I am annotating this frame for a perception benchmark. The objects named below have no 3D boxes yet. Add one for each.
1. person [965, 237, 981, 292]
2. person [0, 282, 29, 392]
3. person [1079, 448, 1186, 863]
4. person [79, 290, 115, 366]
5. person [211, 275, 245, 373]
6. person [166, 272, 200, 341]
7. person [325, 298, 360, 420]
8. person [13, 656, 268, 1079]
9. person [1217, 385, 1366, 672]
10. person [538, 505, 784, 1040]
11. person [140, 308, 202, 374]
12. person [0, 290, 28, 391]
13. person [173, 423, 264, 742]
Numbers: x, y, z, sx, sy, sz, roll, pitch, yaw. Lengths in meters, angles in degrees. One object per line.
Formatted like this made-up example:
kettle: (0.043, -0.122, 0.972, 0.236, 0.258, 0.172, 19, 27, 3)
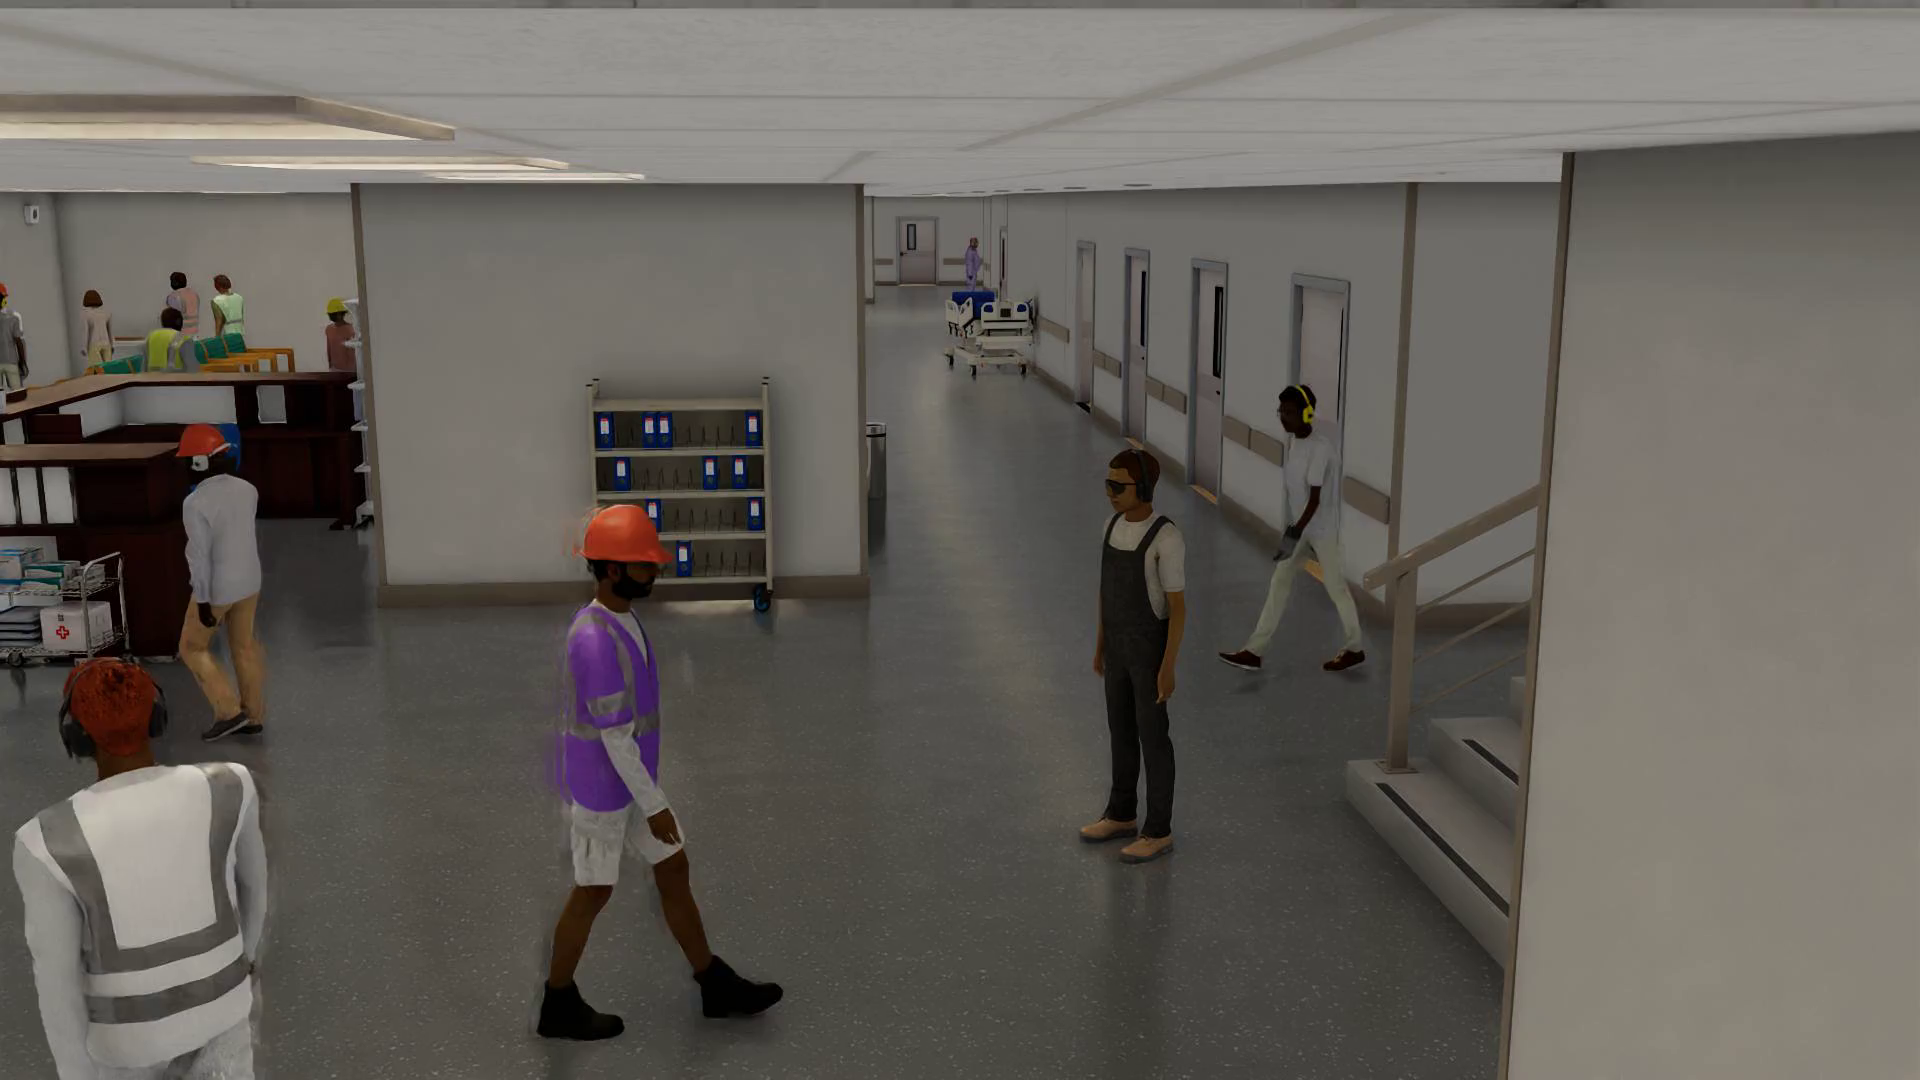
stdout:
person: (0.359, -7.282, 45.317, 0.398, 1.900, 0.634, 2, 12, 10)
person: (-11.666, -2.180, 20.275, 0.551, 1.932, 0.376, -3, 12, -16)
person: (0.778, 0.505, 7.367, 0.326, 1.843, 0.517, -7, 14, -32)
person: (-12.398, -2.774, 23.921, 0.269, 1.631, 0.509, 6, 13, 28)
person: (-10.589, -2.920, 24.130, 0.390, 1.838, 0.563, 4, 12, 17)
person: (-11.715, -3.114, 25.071, 0.429, 1.844, 0.624, 2, 12, 9)
person: (-7.463, -2.051, 20.101, 0.521, 1.745, 0.455, 4, 12, 21)
person: (-1.977, 1.181, 4.136, 0.579, 1.828, 1.018, -9, 15, -37)
person: (2.098, -0.043, 10.156, 1.037, 1.802, 0.484, -4, 12, -19)
person: (-1.092, 0.820, 5.724, 0.856, 1.896, 0.552, 1, 12, 4)
person: (-8.509, -1.605, 17.922, 0.671, 1.769, 1.078, 5, 12, 22)
person: (-11.527, -2.091, 20.025, 0.520, 1.862, 0.327, -6, 13, -26)
person: (-3.990, 0.234, 8.963, 0.371, 1.737, 0.569, 3, 12, 16)
